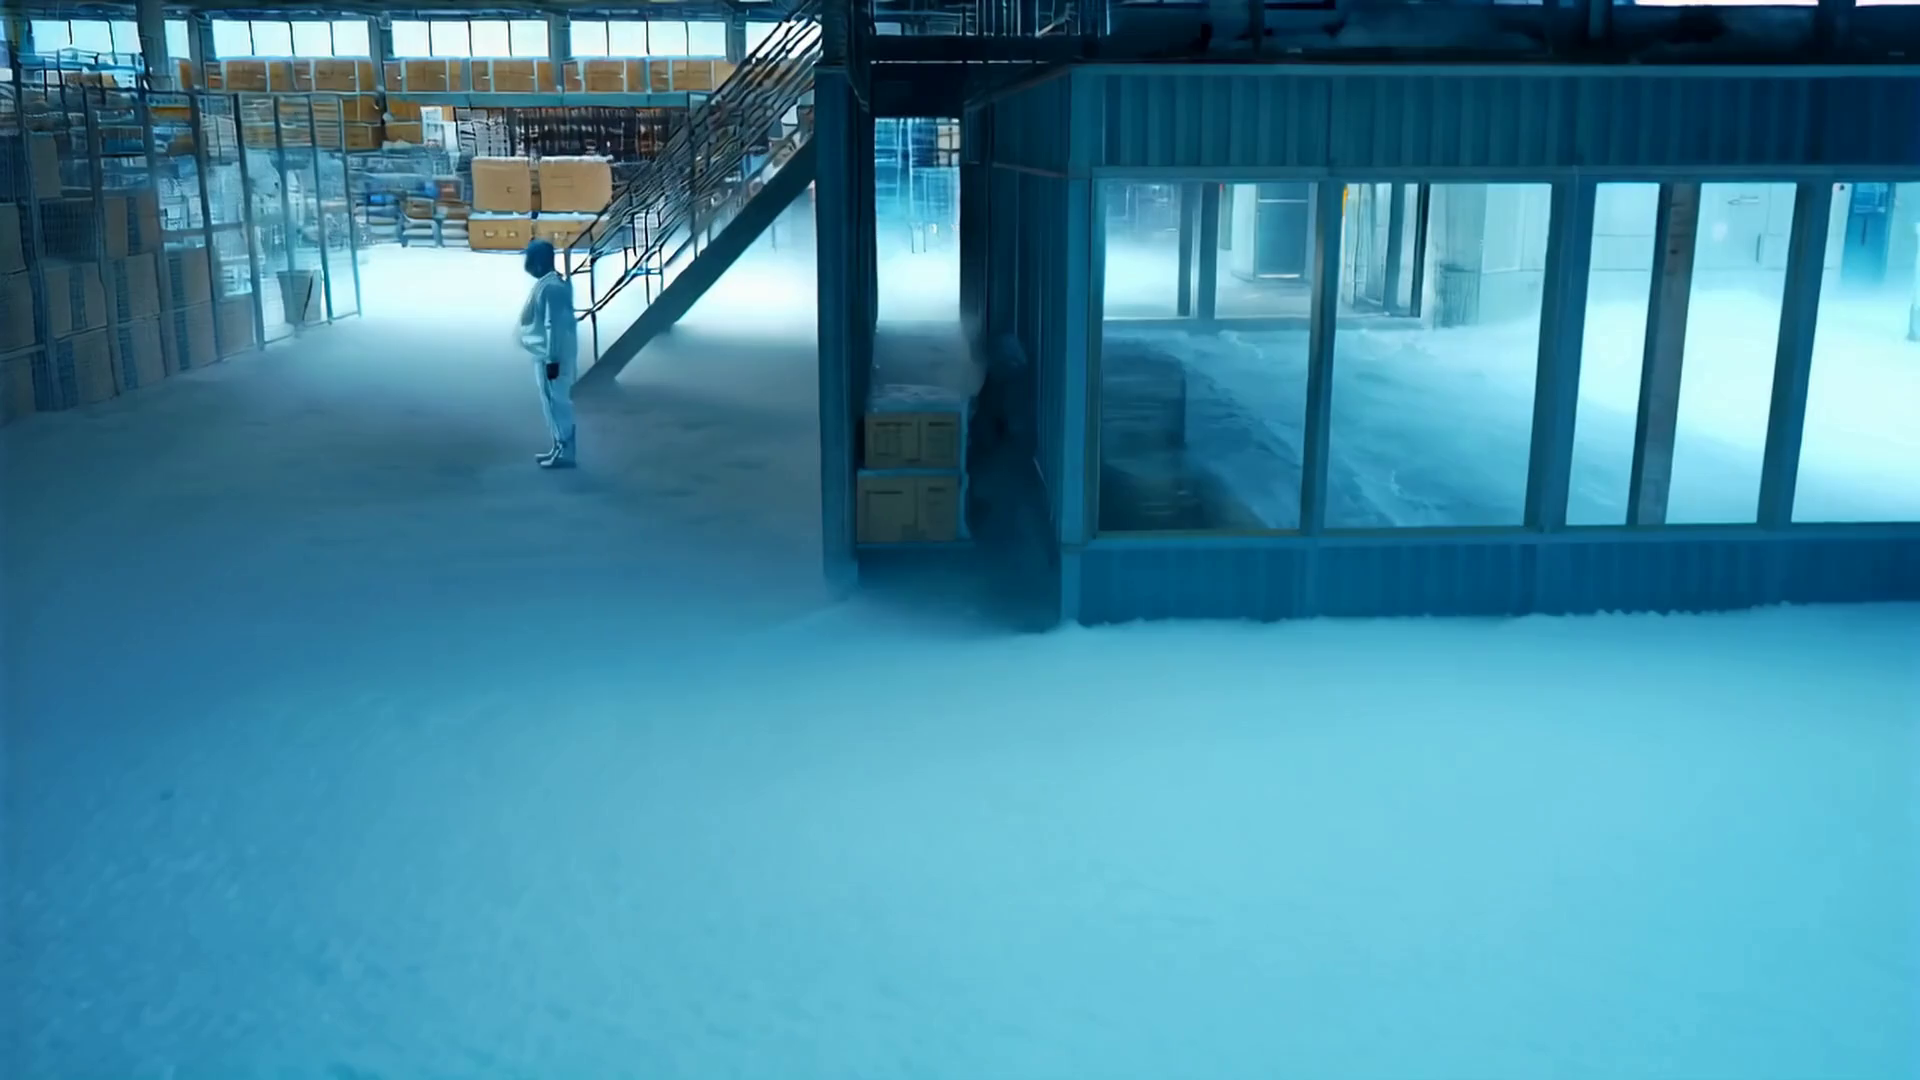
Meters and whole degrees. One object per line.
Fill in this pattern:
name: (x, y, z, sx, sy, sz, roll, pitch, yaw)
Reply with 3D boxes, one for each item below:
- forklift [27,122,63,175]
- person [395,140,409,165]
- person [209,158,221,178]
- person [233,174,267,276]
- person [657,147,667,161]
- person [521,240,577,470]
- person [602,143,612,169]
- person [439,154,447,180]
forklift: (-35.376, -14.773, 64.377, 1.129, 2.768, 1.873, -1, 14, -2)
person: (-27.527, -18.722, 82.044, 0.674, 1.948, 0.440, -9, 17, -33)
person: (-23.923, -11.483, 53.656, 0.546, 1.680, 0.430, 0, 14, 1)
person: (-12.887, -5.707, 30.204, 0.534, 1.864, 0.310, -9, 17, -33)
person: (-13.087, -16.408, 73.191, 0.878, 1.770, 0.616, -2, 14, -8)
person: (-3.312, -1.489, 13.422, 0.431, 1.836, 0.619, -6, 15, -22)
person: (-16.043, -17.025, 75.373, 0.648, 1.894, 0.641, 2, 14, 6)
person: (-17.229, -11.988, 55.548, 0.385, 1.755, 0.534, -1, 14, -6)
